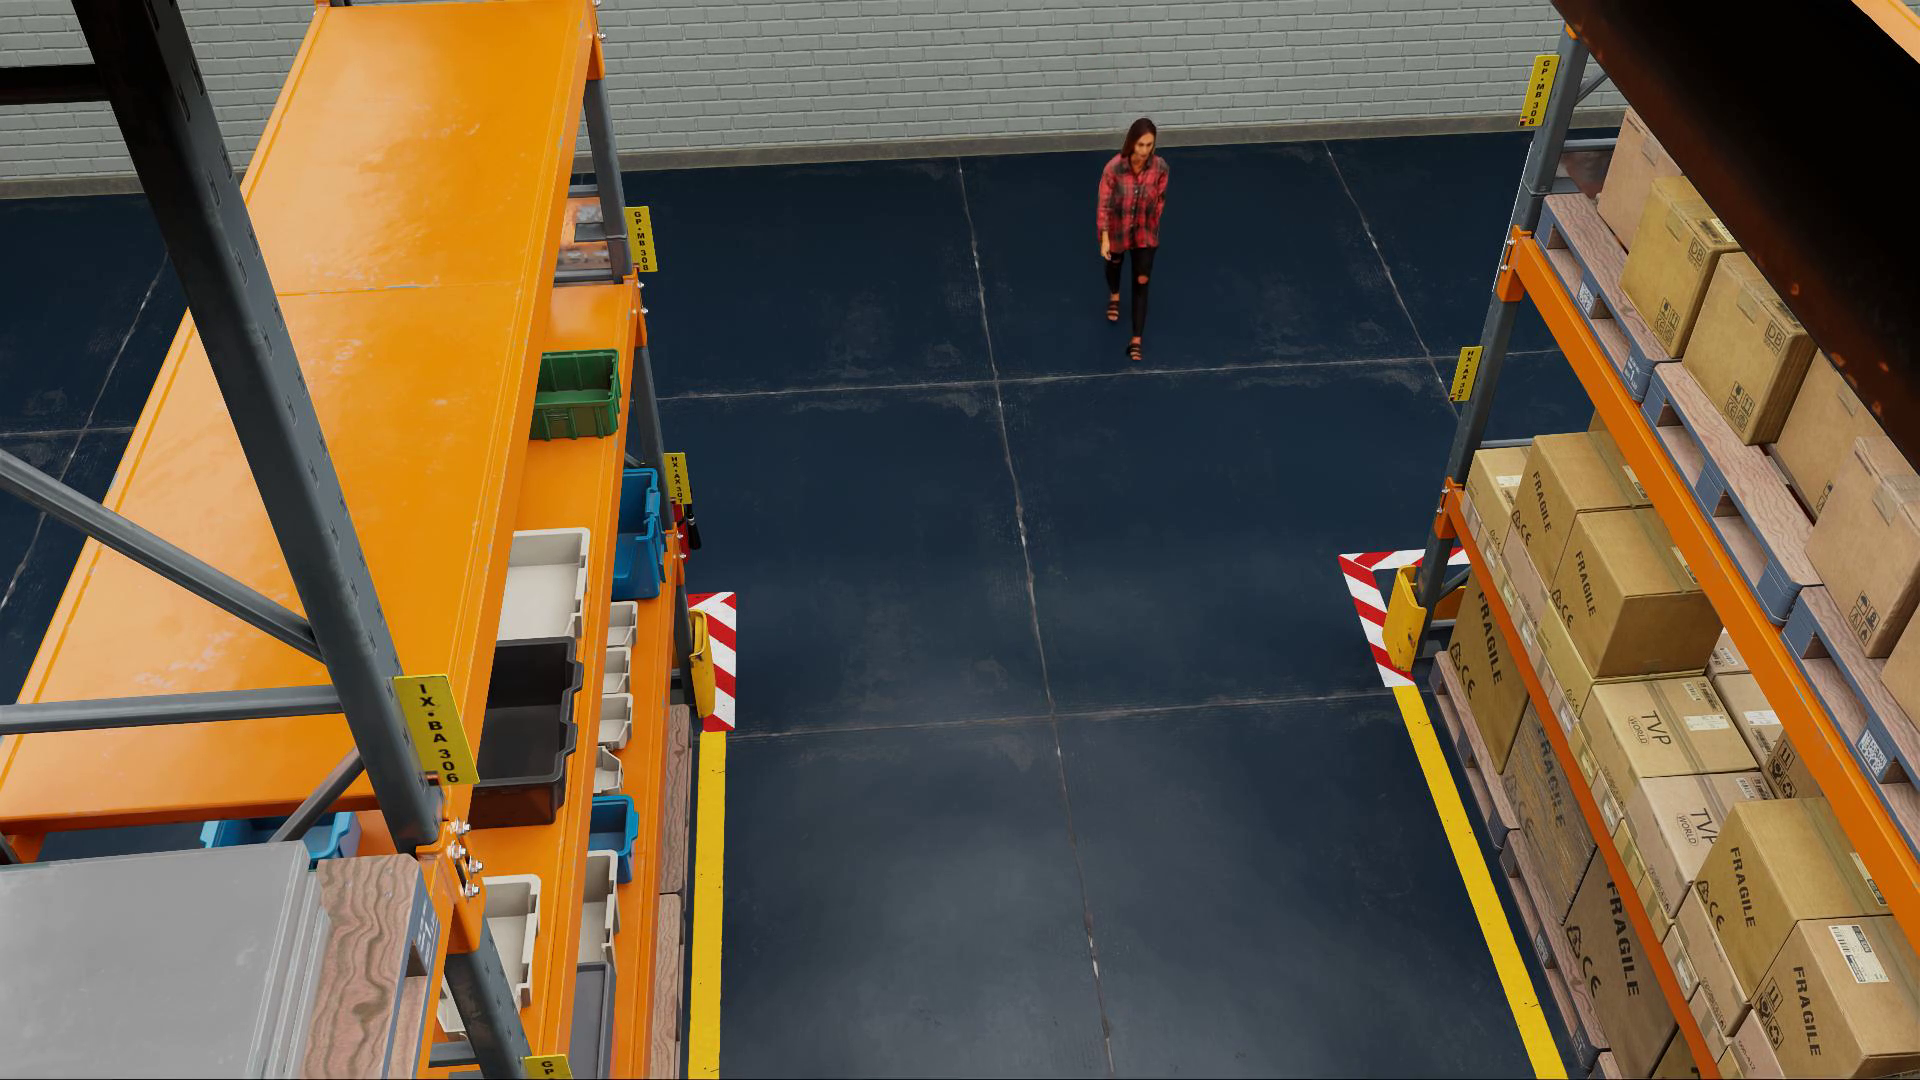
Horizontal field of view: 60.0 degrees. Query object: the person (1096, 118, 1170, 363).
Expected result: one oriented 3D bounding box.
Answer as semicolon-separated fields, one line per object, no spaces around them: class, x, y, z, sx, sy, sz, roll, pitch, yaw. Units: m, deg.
person;1.116;-2.104;11.147;0.685;1.650;1.086;1;43;2
